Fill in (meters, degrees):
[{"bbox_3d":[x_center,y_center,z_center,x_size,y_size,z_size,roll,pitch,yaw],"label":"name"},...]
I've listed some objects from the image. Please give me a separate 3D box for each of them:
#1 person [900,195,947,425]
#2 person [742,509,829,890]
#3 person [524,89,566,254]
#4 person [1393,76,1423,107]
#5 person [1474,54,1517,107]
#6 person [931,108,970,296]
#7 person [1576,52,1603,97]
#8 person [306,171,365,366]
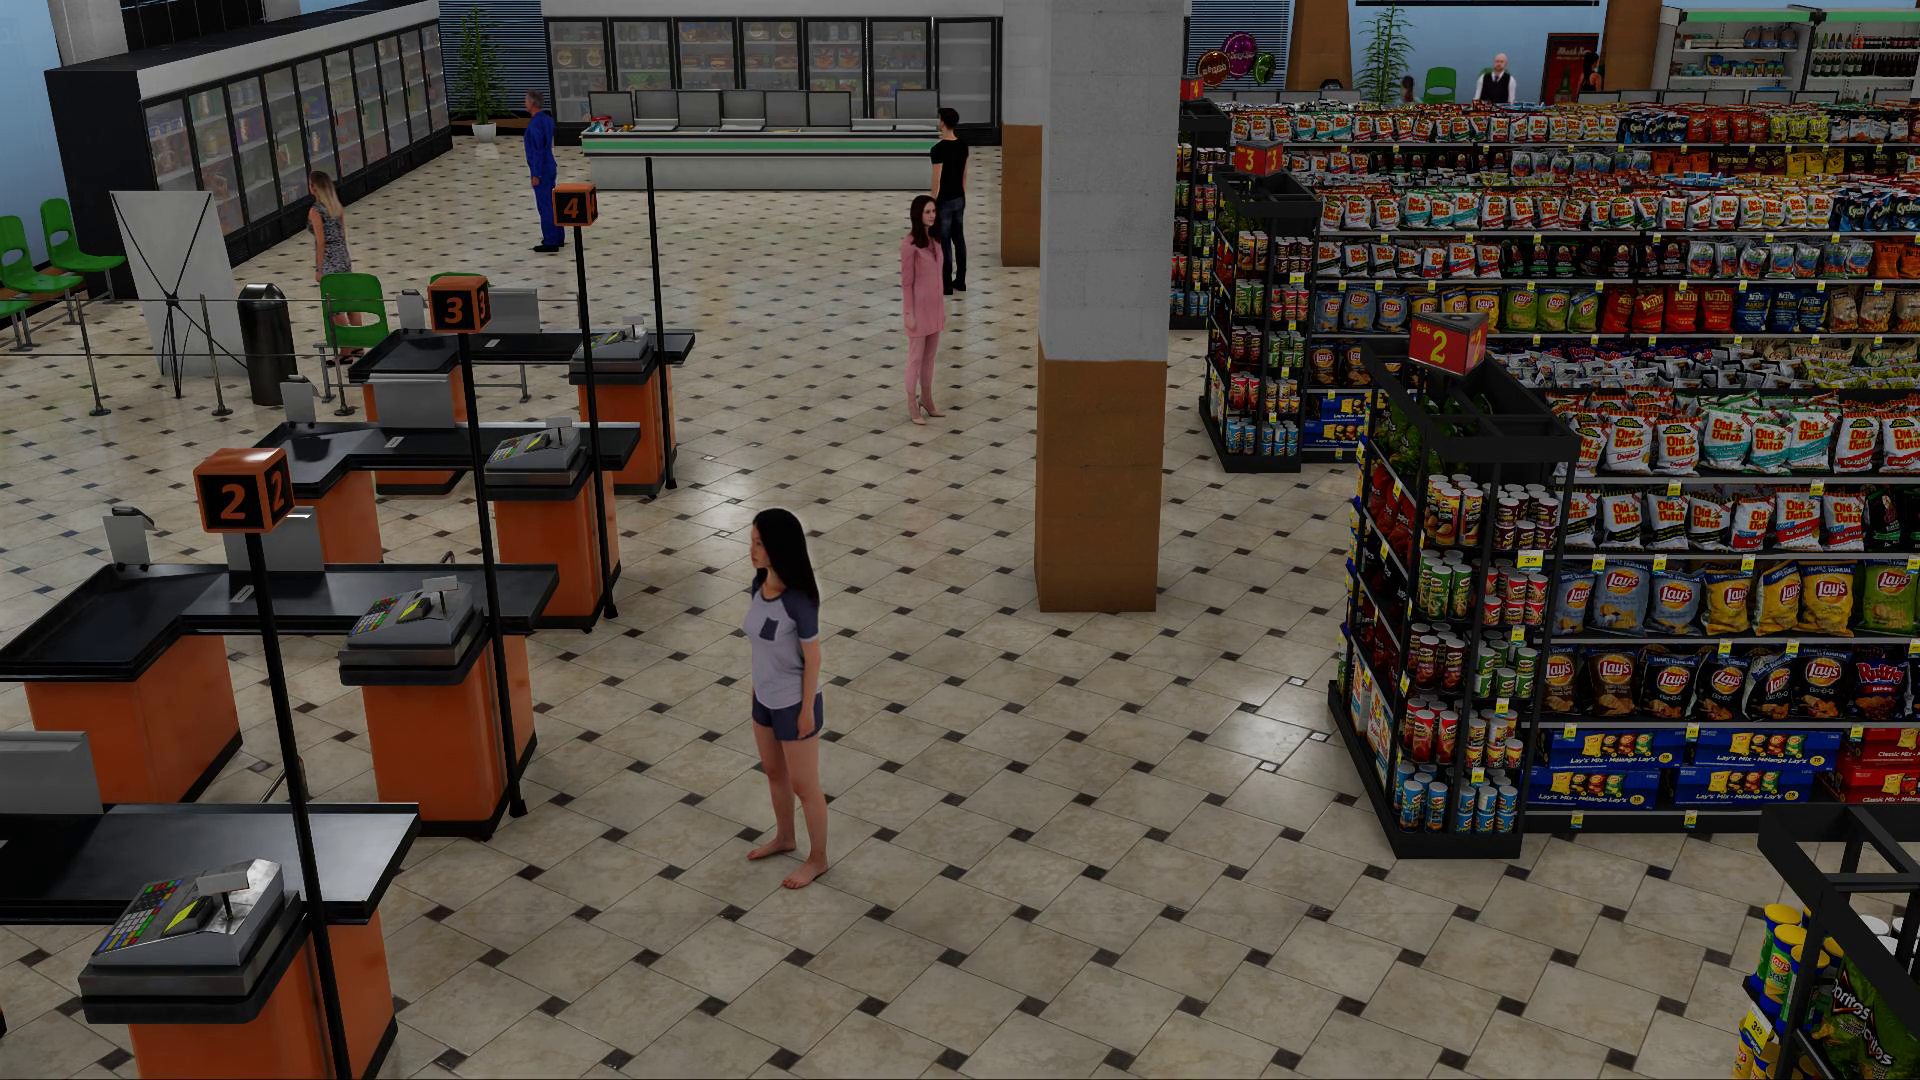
[{"bbox_3d":[-0.298,-1.829,13.175,0.717,1.803,0.686,16,27,34],"label":"person"},{"bbox_3d":[-0.741,0.668,7.091,0.707,1.705,0.671,-17,27,-35],"label":"person"},{"bbox_3d":[-4.806,-4.268,19.209,0.564,1.830,0.732,2,22,4],"label":"person"},{"bbox_3d":[6.119,-5.537,22.762,0.973,1.535,0.756,5,22,12],"label":"person"},{"bbox_3d":[7.367,-5.793,23.033,1.102,1.807,1.040,10,24,24],"label":"person"},{"bbox_3d":[-0.106,-3.508,17.226,0.805,1.896,0.750,20,29,40],"label":"person"},{"bbox_3d":[9.364,-6.443,24.849,0.660,1.659,0.656,-11,25,-26],"label":"person"},{"bbox_3d":[-5.559,-2.420,14.779,0.580,1.703,0.622,6,23,15],"label":"person"}]
